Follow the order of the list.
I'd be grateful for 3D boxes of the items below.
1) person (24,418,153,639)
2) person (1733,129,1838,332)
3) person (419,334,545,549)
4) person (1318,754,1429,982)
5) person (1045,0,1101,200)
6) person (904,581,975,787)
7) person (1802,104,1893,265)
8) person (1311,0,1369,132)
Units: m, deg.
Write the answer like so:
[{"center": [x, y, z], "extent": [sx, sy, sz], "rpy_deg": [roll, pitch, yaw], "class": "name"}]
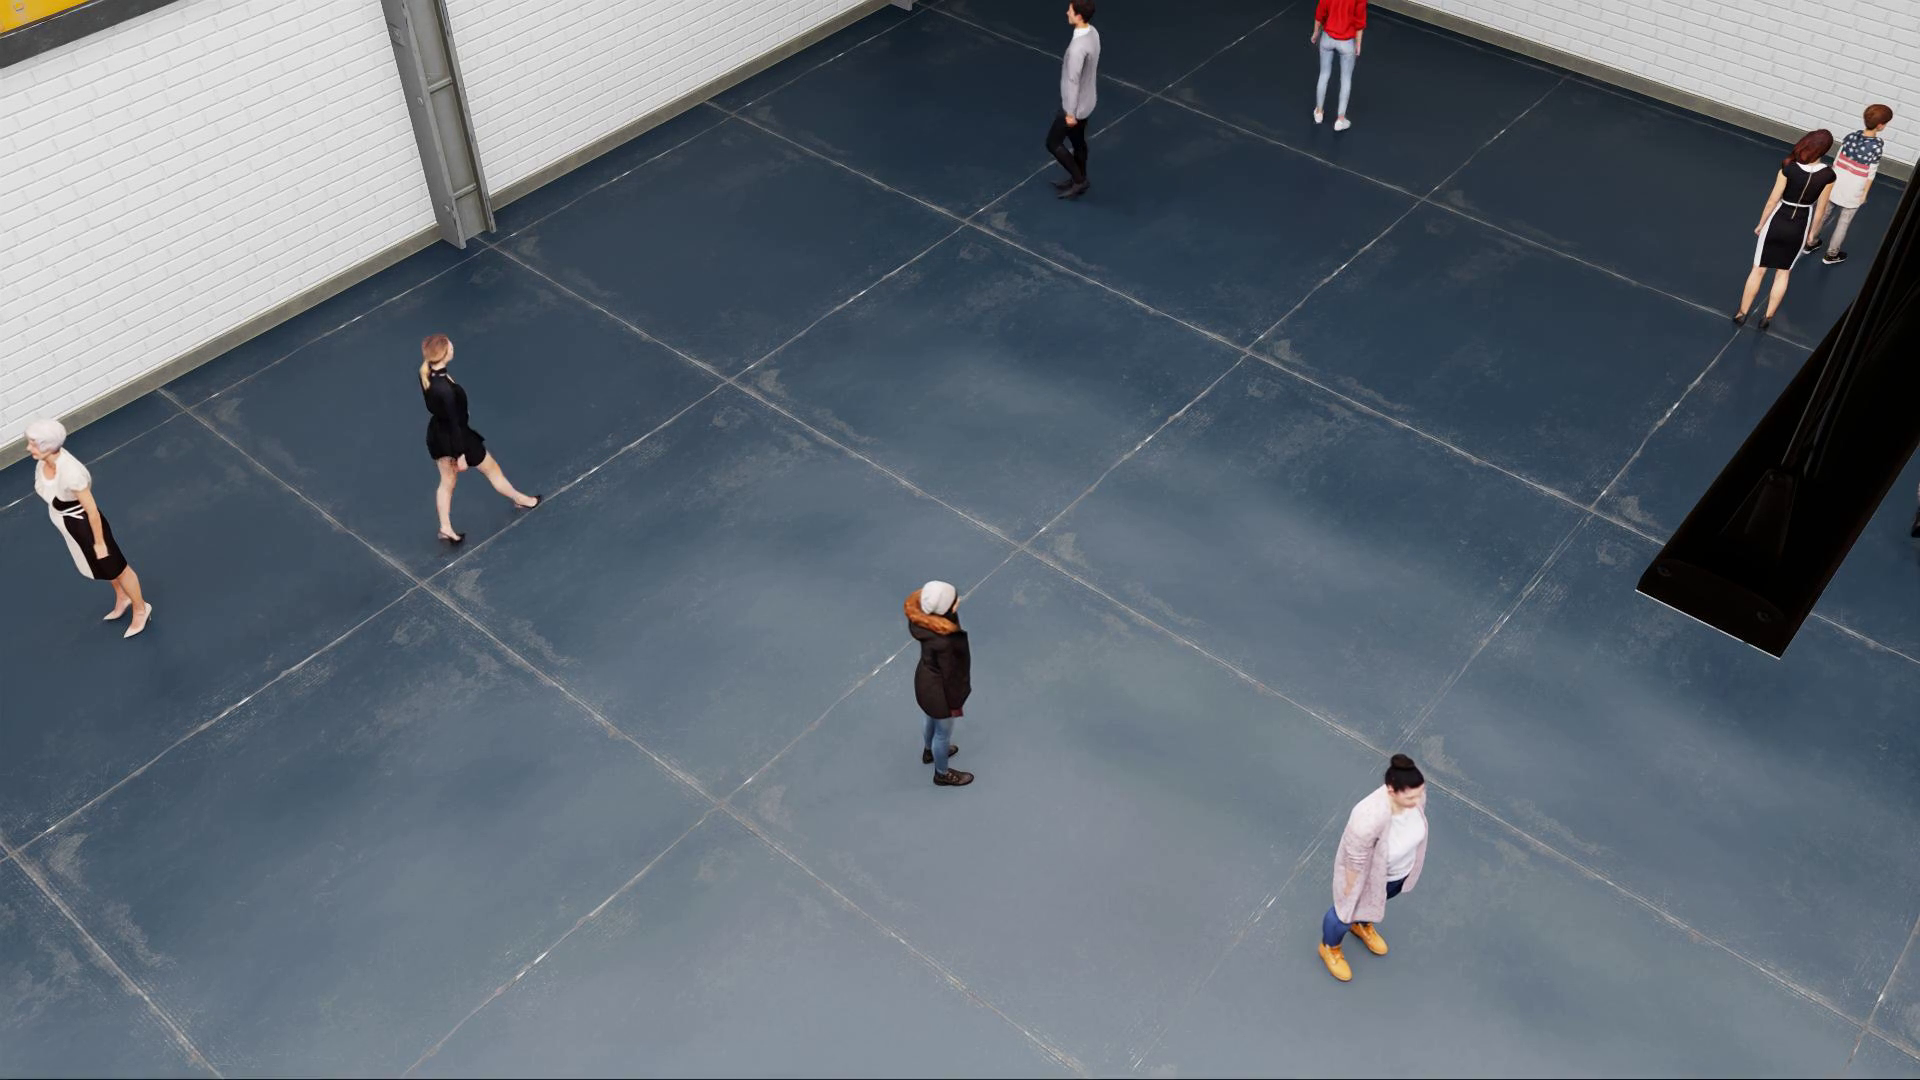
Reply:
[{"center": [-5.667, -0.087, 10.819], "extent": [0.640, 1.756, 0.528], "rpy_deg": [32, 52, 29], "class": "person"}, {"center": [6.583, -2.458, 13.279], "extent": [0.652, 1.795, 0.619], "rpy_deg": [14, 45, 14], "class": "person"}, {"center": [-3.530, -0.629, 11.406], "extent": [1.044, 1.731, 0.655], "rpy_deg": [-34, 53, -31], "class": "person"}, {"center": [2.228, 1.717, 8.934], "extent": [0.646, 1.744, 0.801], "rpy_deg": [-27, 50, -25], "class": "person"}, {"center": [1.113, -3.860, 14.667], "extent": [0.913, 1.911, 0.755], "rpy_deg": [12, 45, 12], "class": "person"}, {"center": [-0.116, 0.844, 9.931], "extent": [0.776, 1.633, 0.745], "rpy_deg": [-12, 45, -13], "class": "person"}, {"center": [7.566, -3.038, 14.144], "extent": [0.548, 1.442, 0.569], "rpy_deg": [-24, 49, -23], "class": "person"}, {"center": [3.586, -4.706, 15.705], "extent": [0.763, 1.704, 0.696], "rpy_deg": [14, 45, 14], "class": "person"}]
